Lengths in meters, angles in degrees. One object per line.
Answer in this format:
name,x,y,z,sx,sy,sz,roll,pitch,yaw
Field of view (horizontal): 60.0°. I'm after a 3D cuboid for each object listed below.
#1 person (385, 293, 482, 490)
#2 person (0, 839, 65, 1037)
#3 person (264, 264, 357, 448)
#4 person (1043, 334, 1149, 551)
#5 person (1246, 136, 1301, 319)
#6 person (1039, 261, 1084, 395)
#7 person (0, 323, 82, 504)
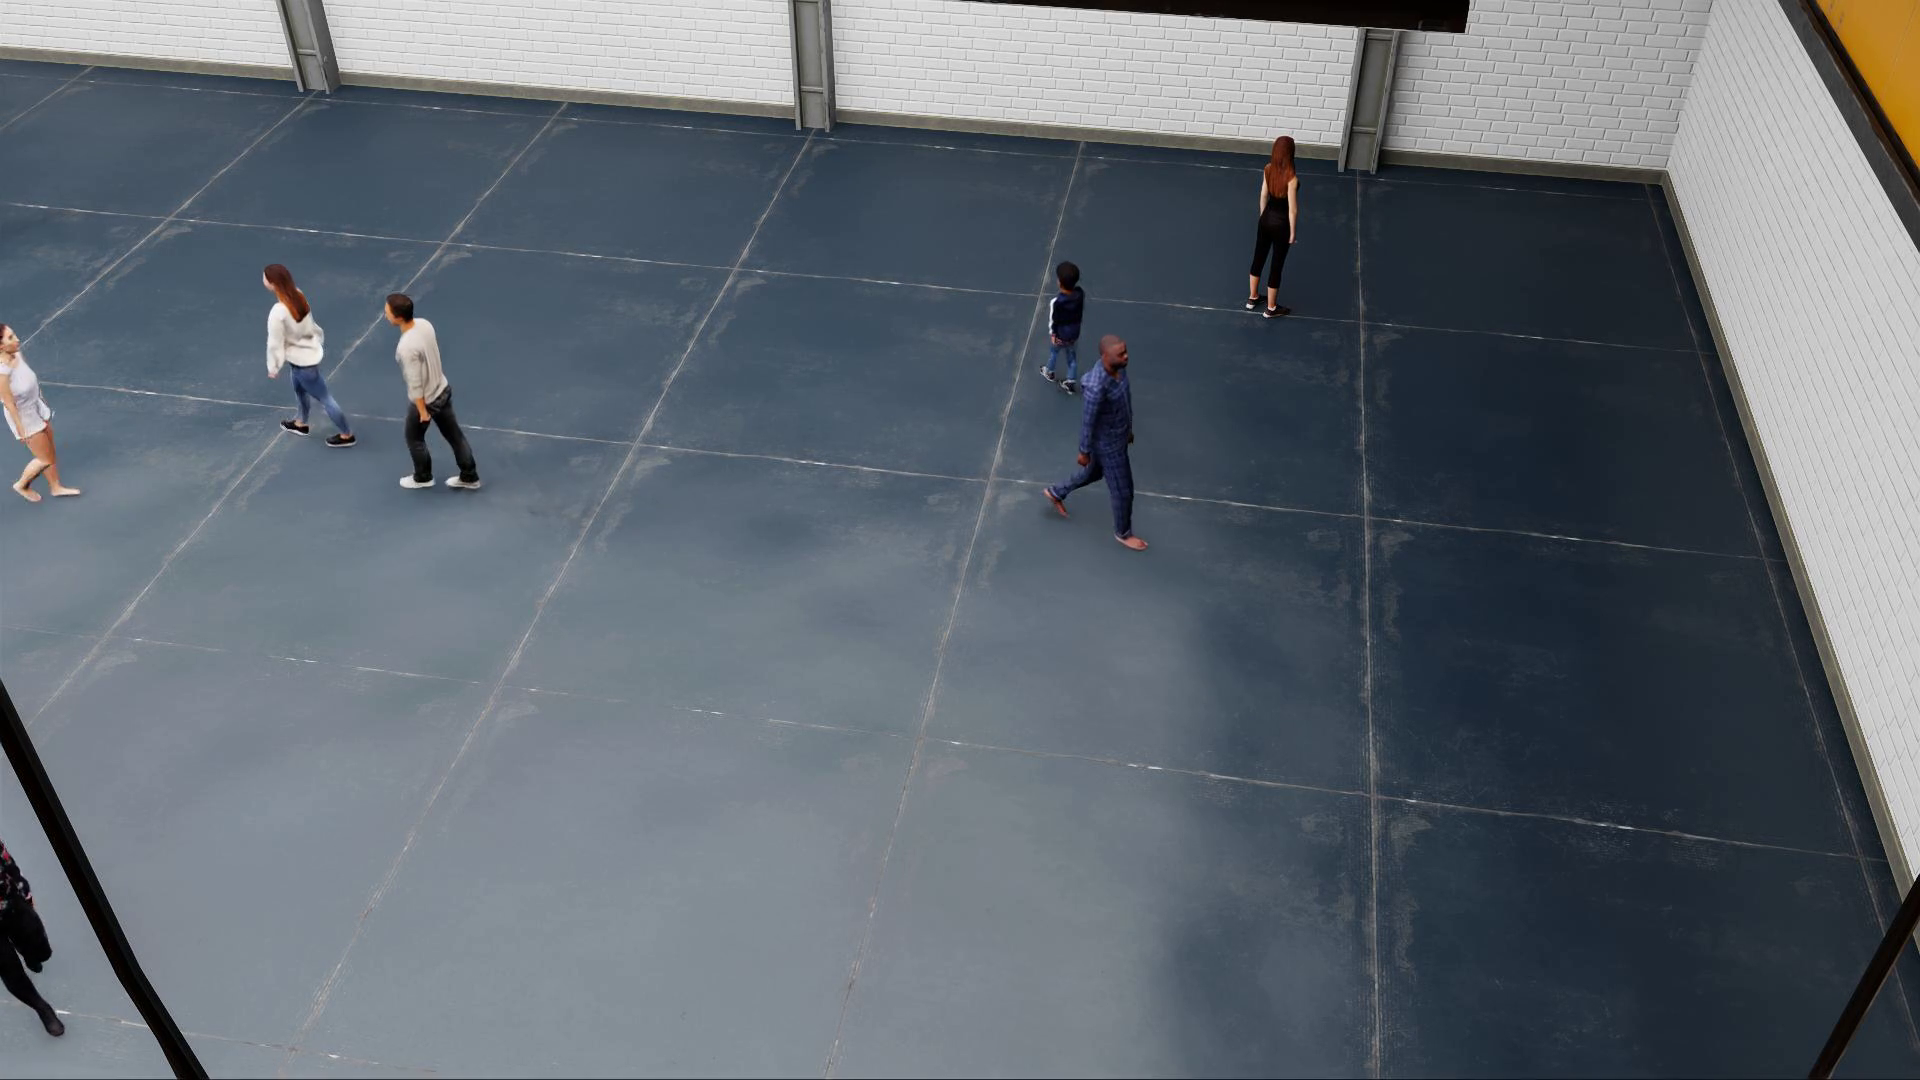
person,-4.014,-1.112,12.859,0.845,1.784,0.666,7,39,9
person,-5.263,2.020,9.027,0.945,1.670,0.835,31,48,33
person,-5.188,-1.437,13.362,0.924,1.665,0.678,2,39,3
person,1.027,-0.778,12.440,1.204,1.785,0.845,15,41,18
person,2.853,-2.850,15.081,0.704,1.726,0.640,-25,45,-27
person,0.930,-1.781,14.159,0.719,1.206,0.759,-16,41,-19
person,-7.257,-0.951,12.803,0.750,1.601,0.683,-8,39,-9
